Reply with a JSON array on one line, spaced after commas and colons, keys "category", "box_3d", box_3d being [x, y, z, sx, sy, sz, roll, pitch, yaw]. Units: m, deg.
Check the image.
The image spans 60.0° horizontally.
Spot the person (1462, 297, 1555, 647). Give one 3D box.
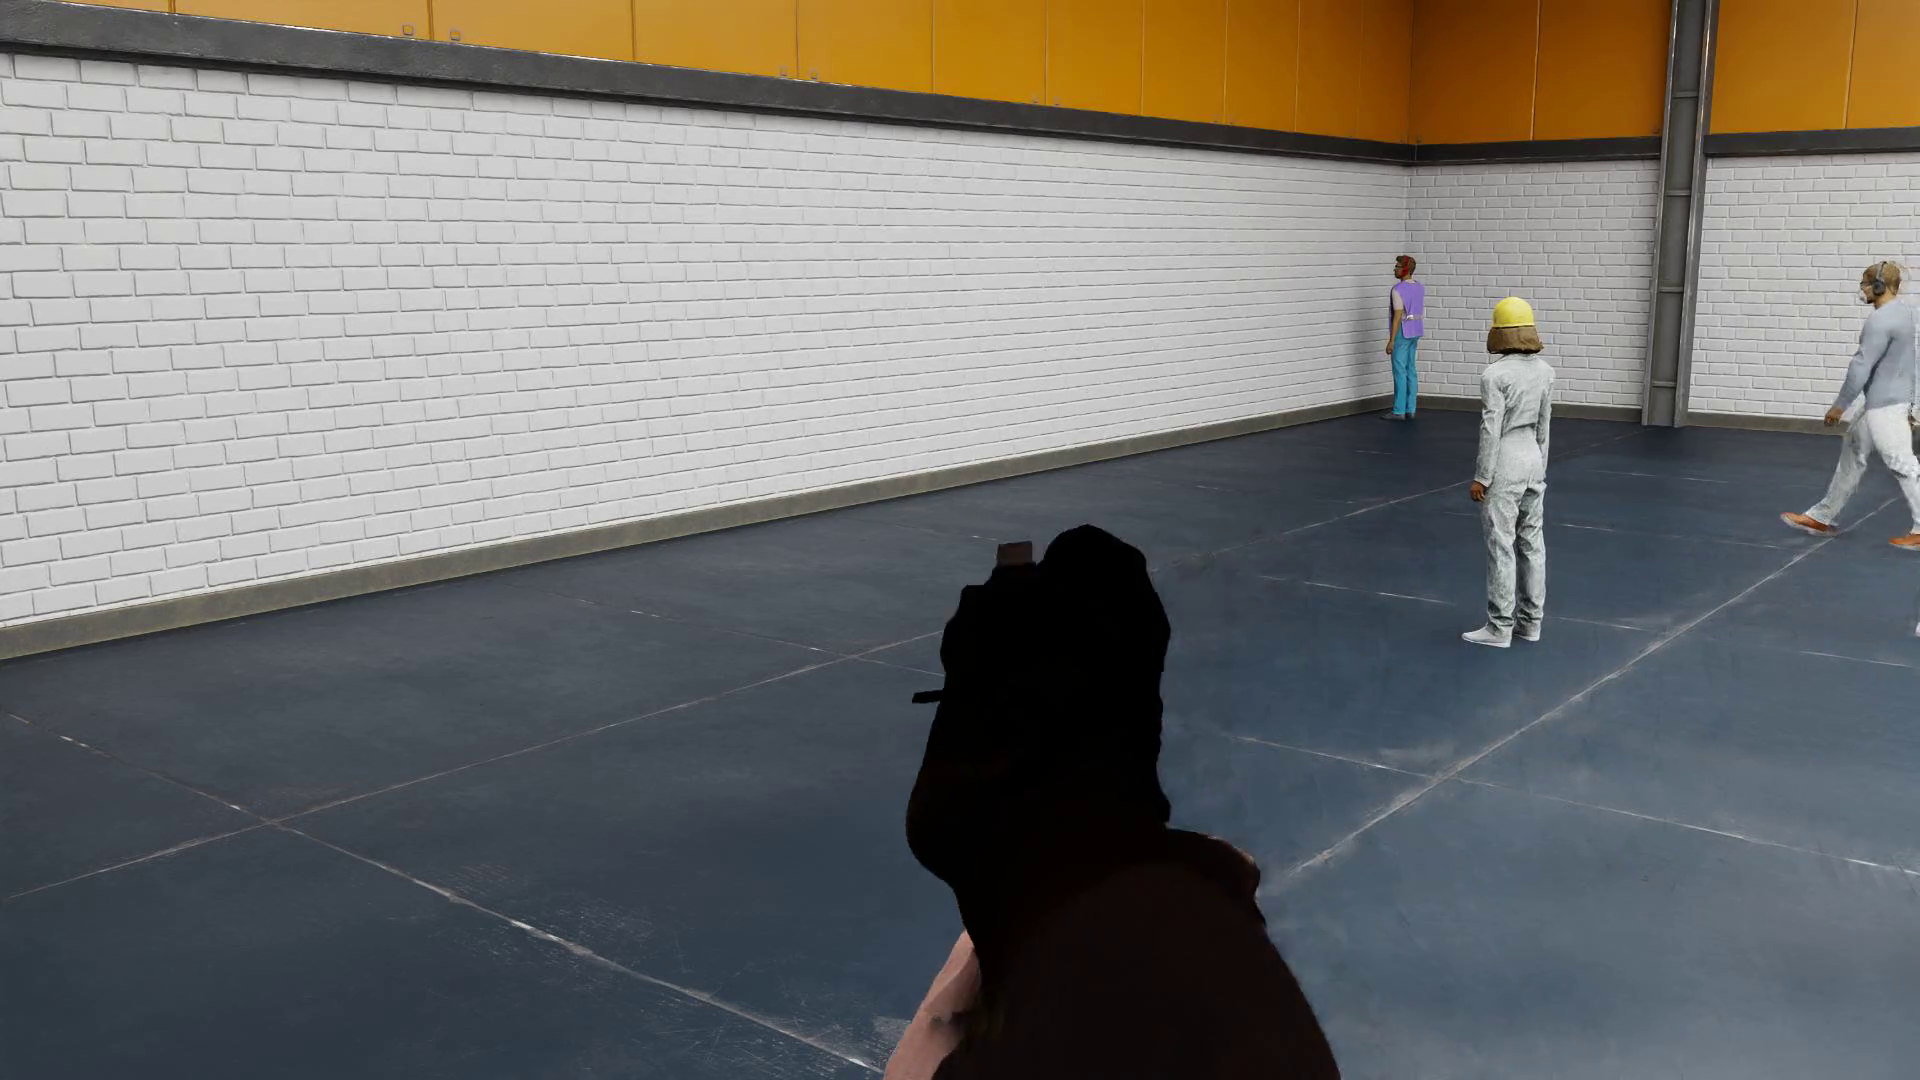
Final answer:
[{"category": "person", "box_3d": [2.743, -0.337, 8.328, 0.491, 1.740, 0.321, -6, 12, -31]}]

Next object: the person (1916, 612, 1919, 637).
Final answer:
[{"category": "person", "box_3d": [5.215, -0.261, 8.283, 0.728, 1.602, 0.522, 5, 11, 27]}]

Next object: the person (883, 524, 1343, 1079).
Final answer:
[{"category": "person", "box_3d": [-0.045, 0.902, 1.065, 0.833, 1.877, 0.680, -1, 10, -7]}]

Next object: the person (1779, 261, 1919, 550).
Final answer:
[{"category": "person", "box_3d": [6.073, -0.889, 11.017, 1.014, 1.887, 0.640, 7, 13, 35]}]

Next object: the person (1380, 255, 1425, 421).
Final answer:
[{"category": "person", "box_3d": [5.008, -2.267, 18.722, 0.377, 1.847, 0.569, 10, 14, 43]}]
